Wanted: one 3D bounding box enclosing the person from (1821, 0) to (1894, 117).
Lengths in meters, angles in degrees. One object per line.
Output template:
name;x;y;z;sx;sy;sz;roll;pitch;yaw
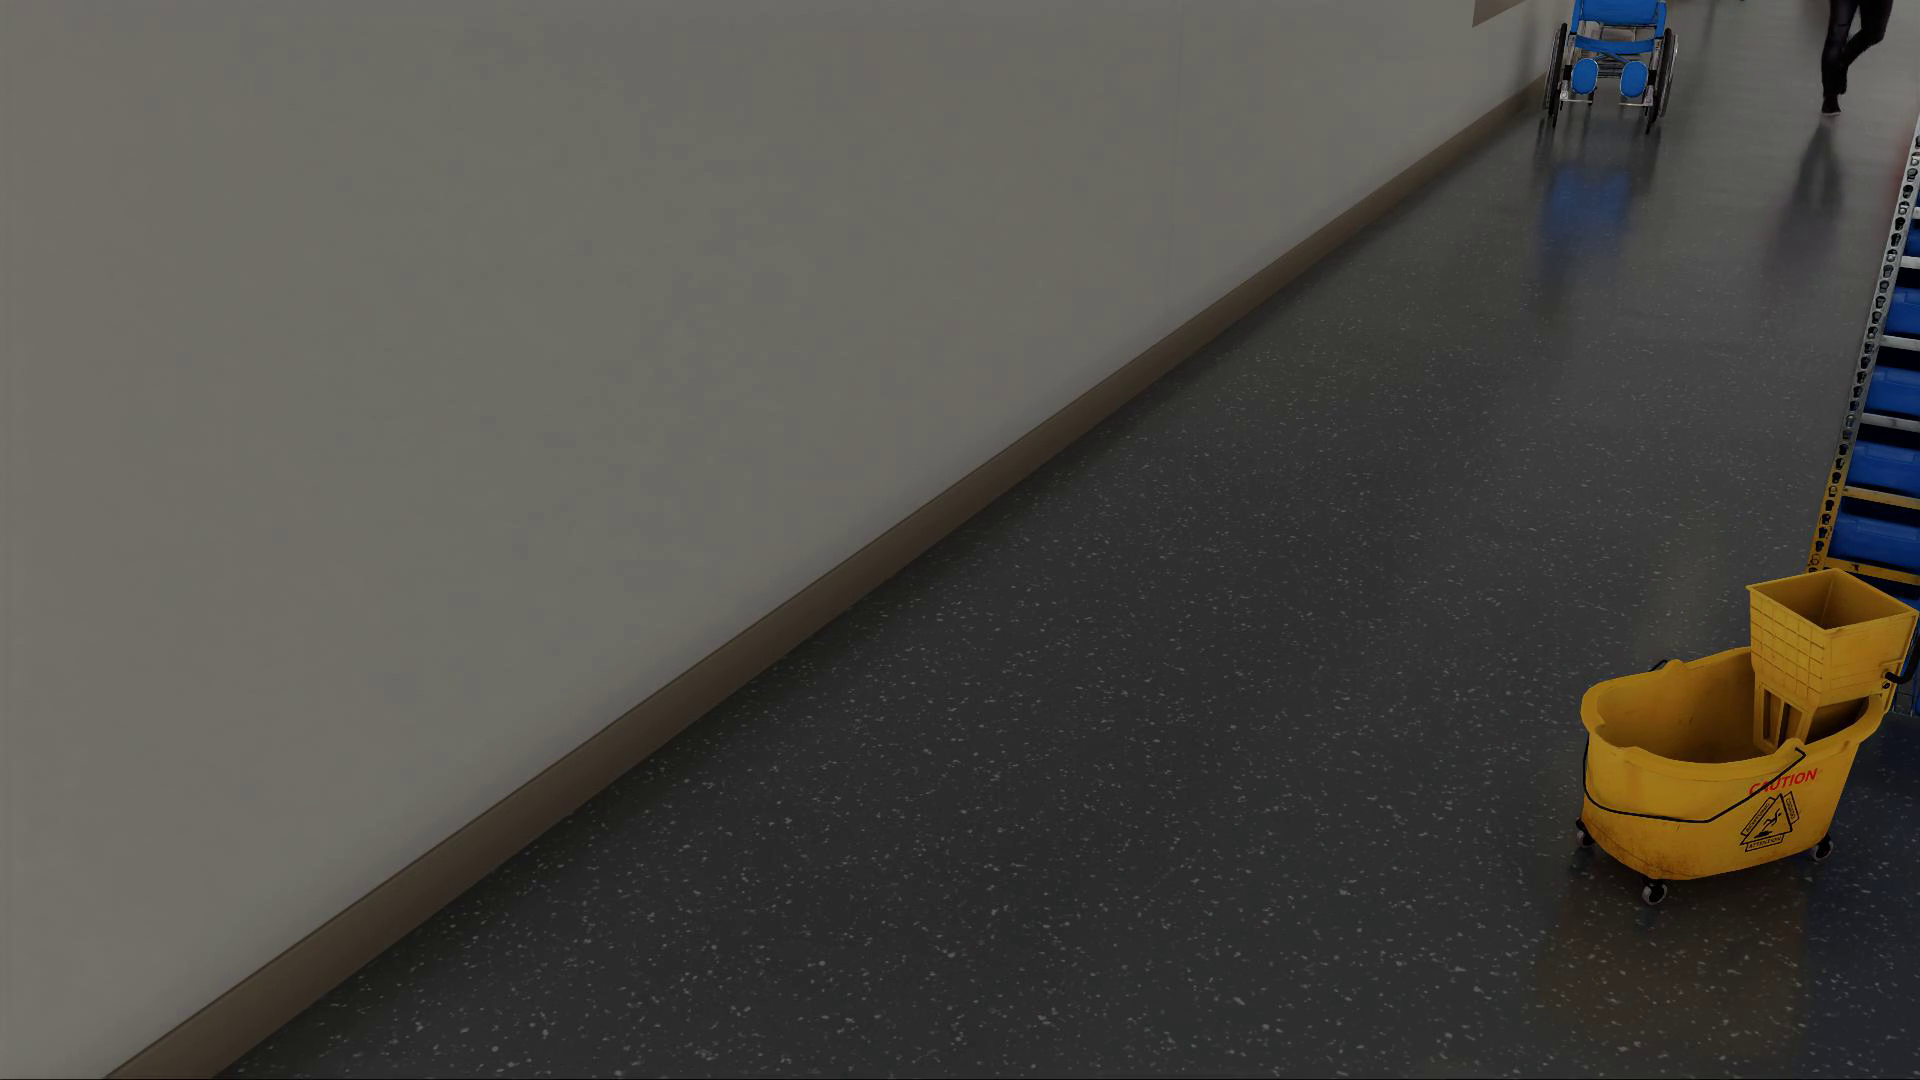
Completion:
person;6.388;-3.975;11.807;1.037;1.822;0.951;4;26;9
